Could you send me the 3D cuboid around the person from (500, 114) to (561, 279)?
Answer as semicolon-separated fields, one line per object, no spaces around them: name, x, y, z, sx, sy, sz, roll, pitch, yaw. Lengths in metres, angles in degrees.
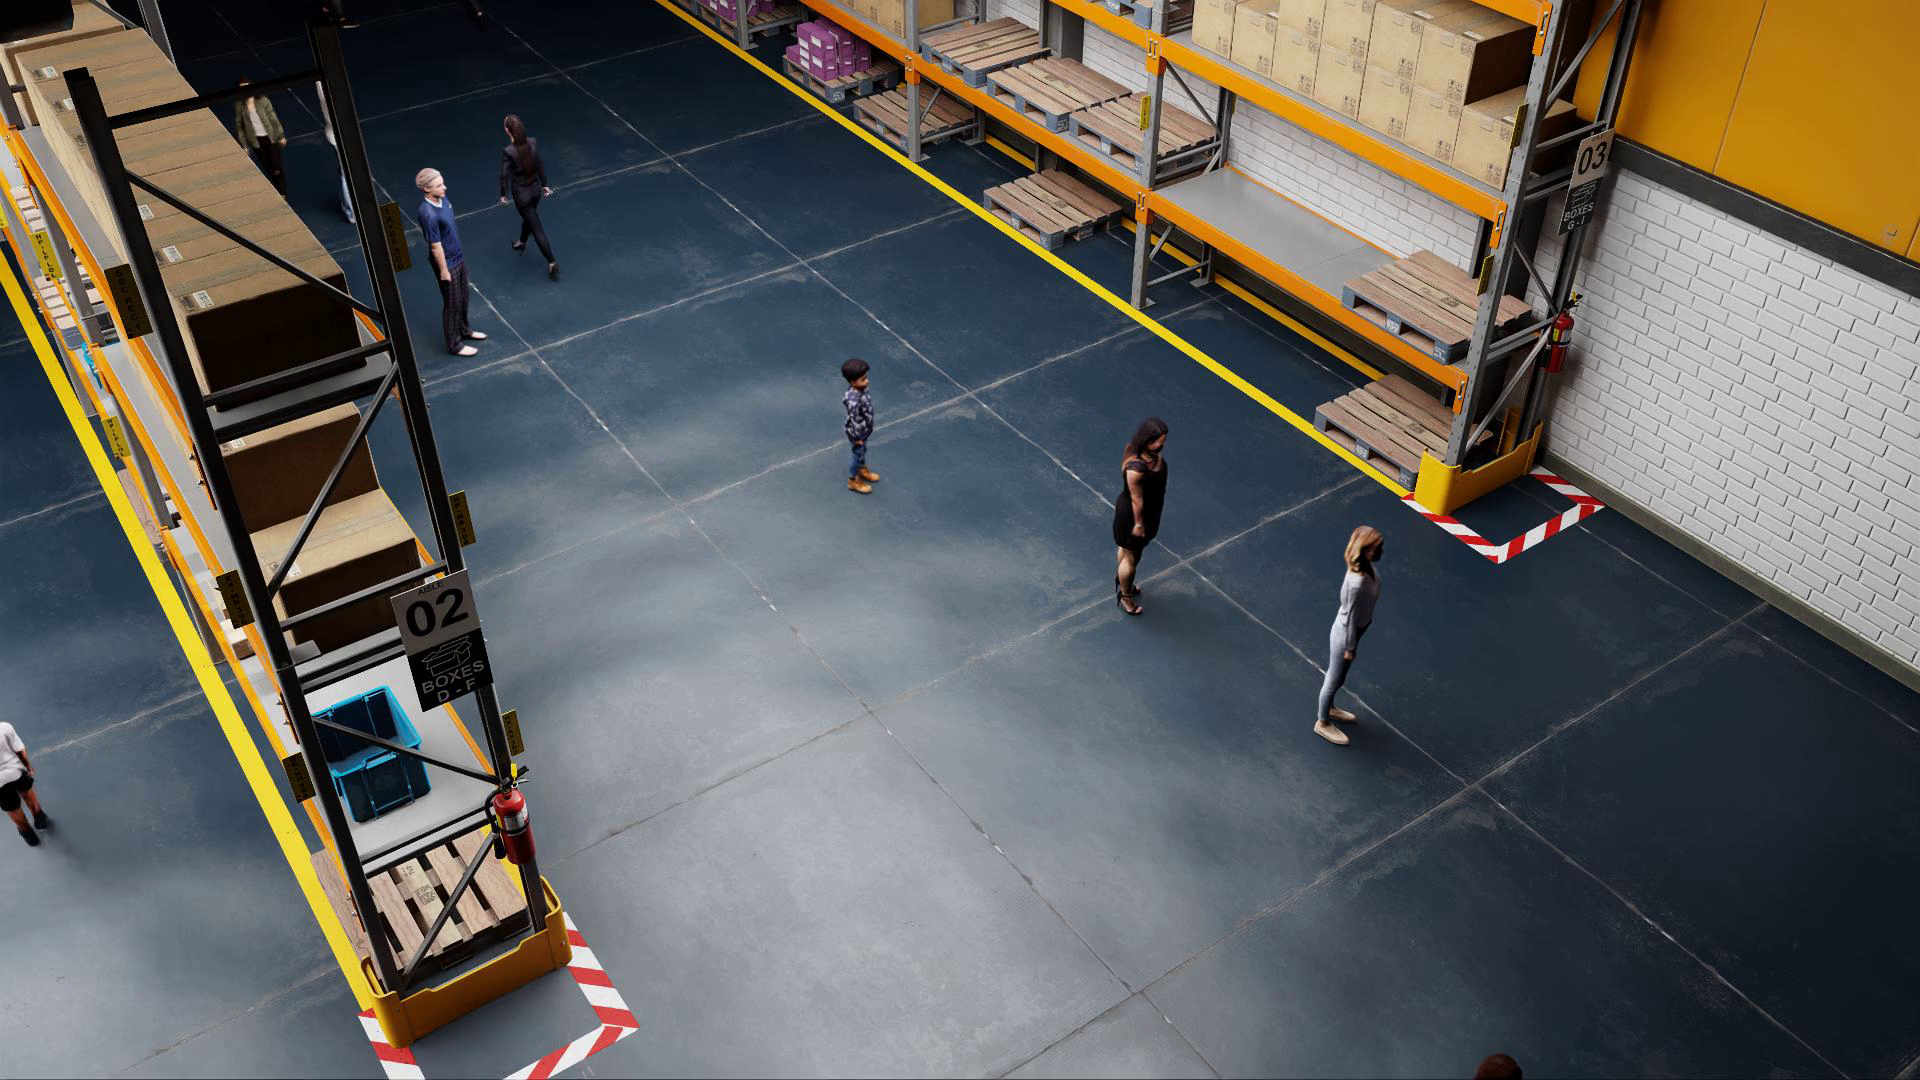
person;-4.247;-3.378;16.544;1.096;1.669;0.794;27;46;30

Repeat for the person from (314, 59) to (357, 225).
person;-6.522;-4.248;17.485;0.749;1.855;0.518;-18;42;-21

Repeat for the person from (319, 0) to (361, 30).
person;-8.331;-7.536;21.714;0.810;1.715;0.770;-10;40;-13

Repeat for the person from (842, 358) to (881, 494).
person;-0.843;-0.969;13.865;0.619;1.248;0.569;10;40;12

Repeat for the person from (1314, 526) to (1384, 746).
person;2.673;0.631;11.423;0.679;1.796;0.666;15;41;18

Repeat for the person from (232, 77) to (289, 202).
person;-7.472;-4.311;17.884;0.804;1.454;0.926;-6;39;-7

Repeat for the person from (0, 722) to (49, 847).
person;-6.177;1.516;10.755;0.528;1.247;0.522;31;48;33

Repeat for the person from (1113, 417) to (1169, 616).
person;1.326;-0.203;12.535;0.818;1.710;0.751;5;39;6

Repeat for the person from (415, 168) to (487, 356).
person;-4.759;-2.588;15.397;0.797;1.867;0.693;0;39;1
